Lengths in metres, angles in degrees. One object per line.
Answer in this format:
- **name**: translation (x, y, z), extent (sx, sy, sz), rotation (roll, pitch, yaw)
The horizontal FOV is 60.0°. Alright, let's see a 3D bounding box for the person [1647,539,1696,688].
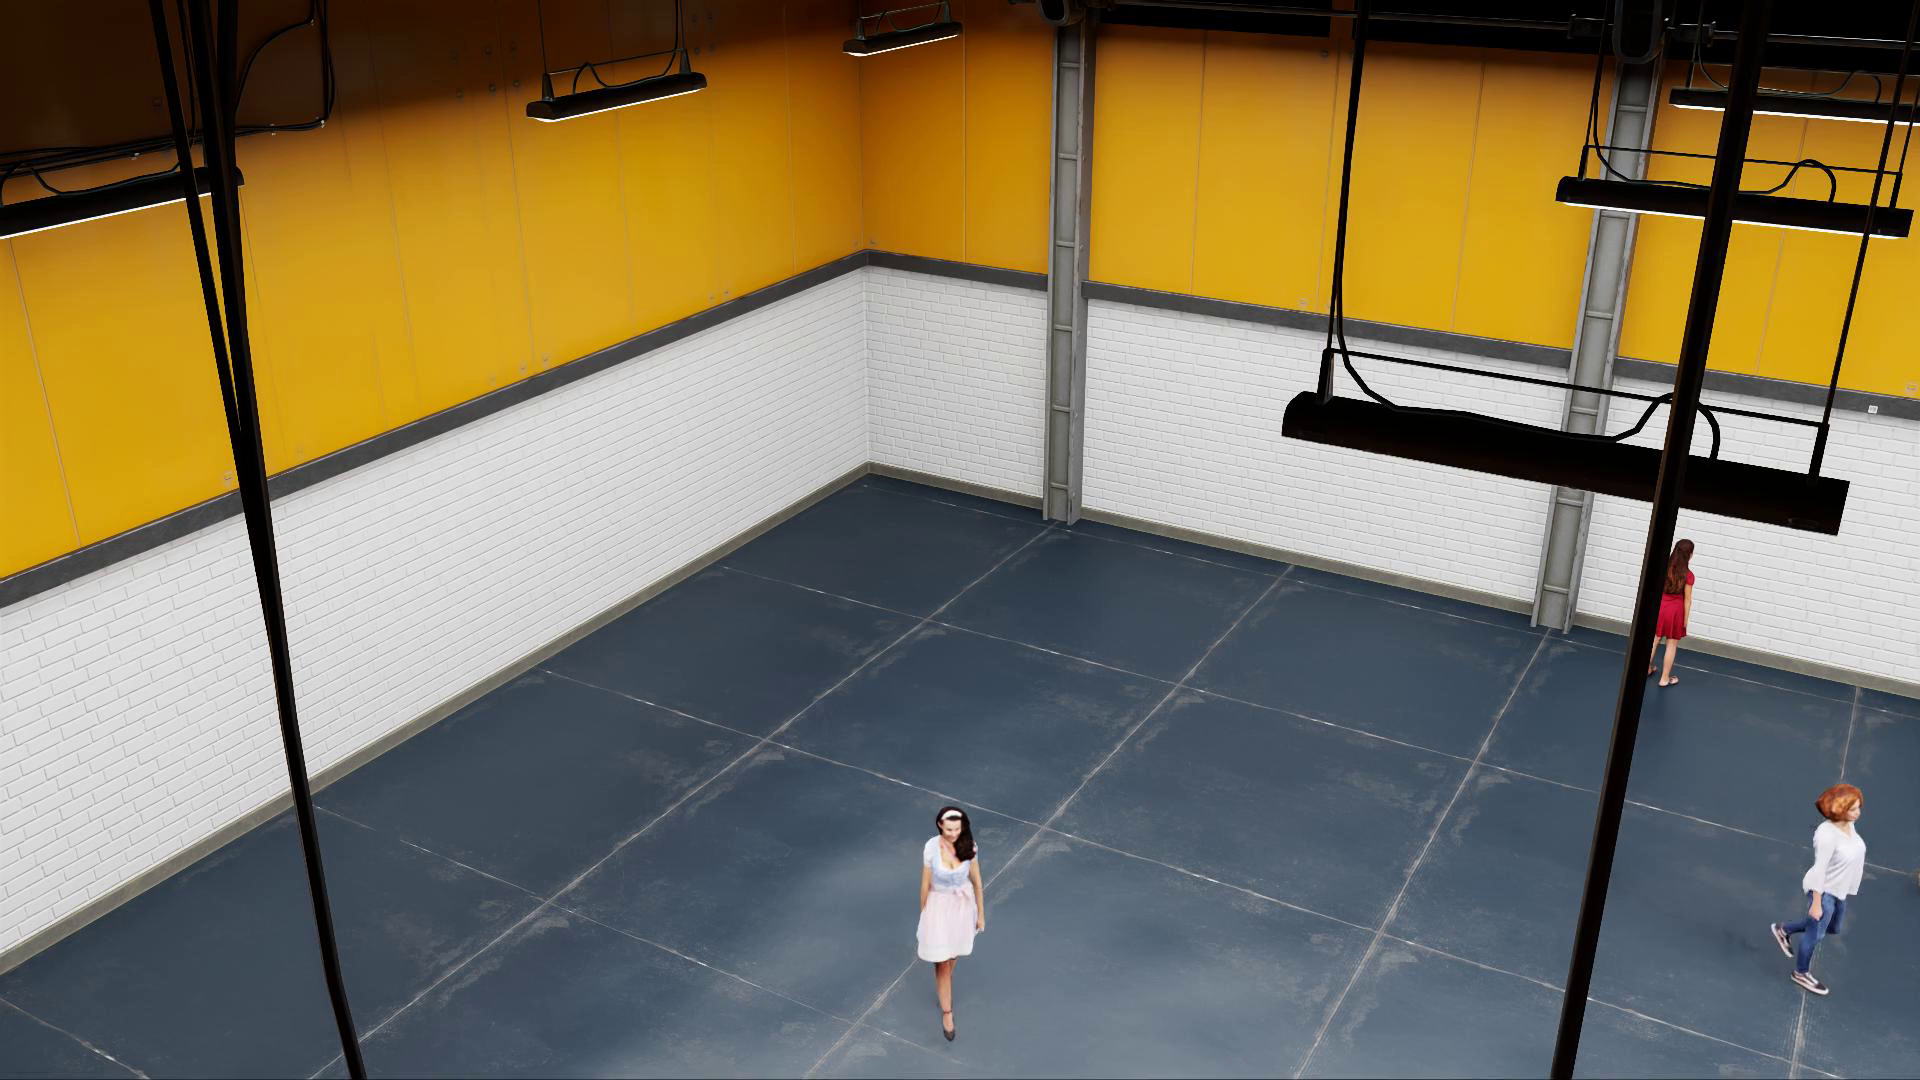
- **person**: translation (7.156, 0.715, 16.751), extent (0.720, 1.550, 0.657), rotation (-15, 28, -31)

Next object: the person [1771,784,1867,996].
- **person**: translation (6.361, 2.548, 12.378), extent (0.805, 1.693, 0.903), rotation (-17, 29, -33)

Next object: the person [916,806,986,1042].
- **person**: translation (-0.100, 2.650, 12.022), extent (0.963, 1.791, 1.018), rotation (-6, 24, -13)
